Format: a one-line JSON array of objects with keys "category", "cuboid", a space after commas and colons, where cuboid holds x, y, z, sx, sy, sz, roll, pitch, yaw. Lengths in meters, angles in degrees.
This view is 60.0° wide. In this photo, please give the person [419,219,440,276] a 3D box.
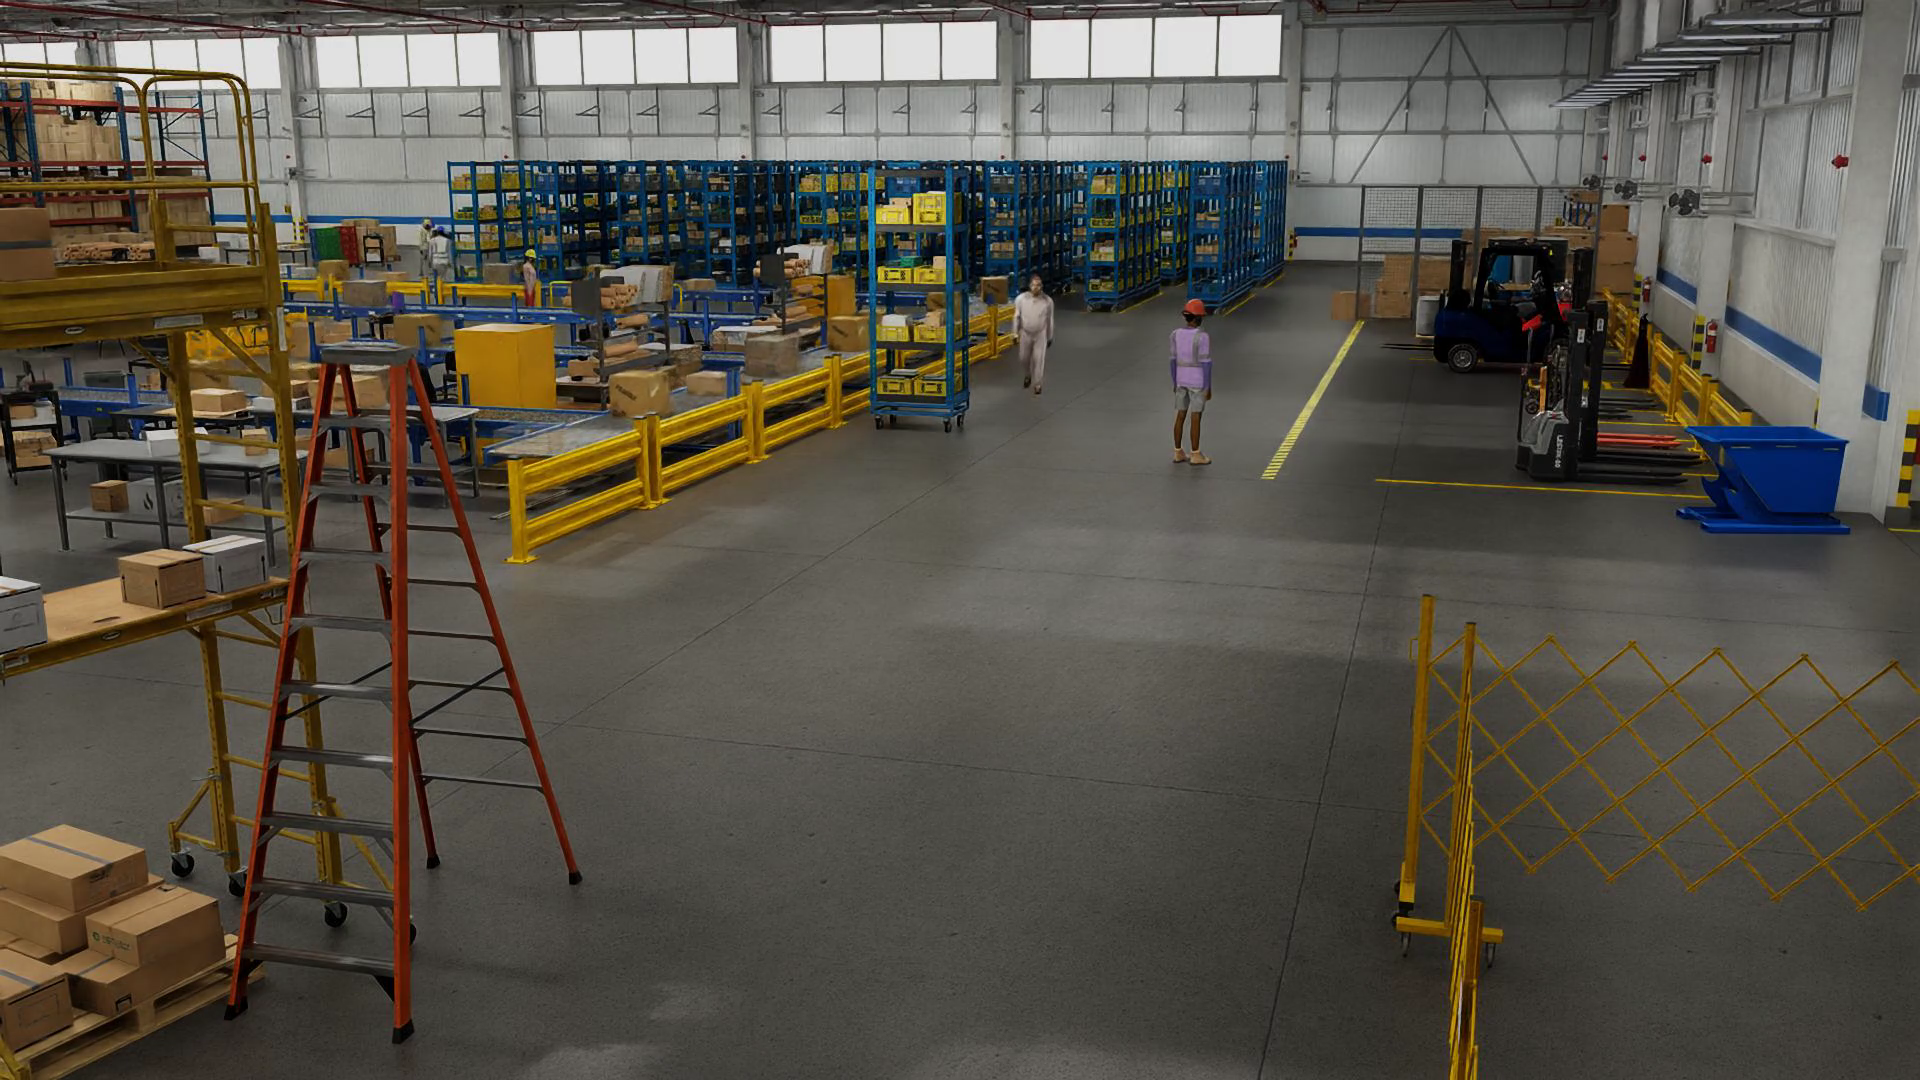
[{"category": "person", "cuboid": [-16.797, -9.199, 52.447, 0.778, 1.780, 0.615, 5, 14, 22]}]

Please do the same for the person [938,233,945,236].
[{"category": "person", "cuboid": [-0.515, -8.700, 50.108, 0.389, 1.846, 0.566, 1, 13, 6]}]

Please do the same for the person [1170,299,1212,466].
[{"category": "person", "cuboid": [2.857, -1.937, 20.467, 0.378, 2.044, 0.607, -12, 18, -42]}]

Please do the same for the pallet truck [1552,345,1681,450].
[{"category": "pallet truck", "cuboid": [8.641, -1.896, 21.908, 1.630, 1.274, 0.653, 4, 14, 16]}]

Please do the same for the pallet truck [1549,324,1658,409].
[{"category": "pallet truck", "cuboid": [9.824, -2.669, 25.407, 1.601, 1.201, 0.680, 4, 14, 16]}]

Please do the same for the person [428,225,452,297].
[{"category": "person", "cuboid": [-14.026, -7.508, 44.835, 0.667, 1.903, 0.437, -10, 16, -36]}]

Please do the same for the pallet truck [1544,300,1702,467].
[{"category": "pallet truck", "cuboid": [8.263, -1.952, 20.631, 1.885, 1.965, 0.823, 5, 14, 20]}]

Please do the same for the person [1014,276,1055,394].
[{"category": "person", "cuboid": [1.189, -3.289, 26.640, 0.664, 1.887, 0.464, 2, 13, 7]}]

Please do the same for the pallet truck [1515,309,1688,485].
[{"category": "pallet truck", "cuboid": [7.554, -1.677, 19.446, 1.885, 1.965, 0.823, 3, 13, 14]}]

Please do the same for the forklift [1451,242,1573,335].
[{"category": "forklift", "cuboid": [10.464, -4.597, 31.405, 2.680, 1.987, 1.157, 4, 14, 16]}]

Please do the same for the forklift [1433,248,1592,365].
[{"category": "forklift", "cuboid": [9.780, -4.111, 29.280, 2.680, 1.987, 1.157, 3, 13, 14]}]

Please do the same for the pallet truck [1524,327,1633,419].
[{"category": "pallet truck", "cuboid": [9.065, -2.460, 24.370, 1.522, 1.261, 0.704, 3, 13, 14]}]

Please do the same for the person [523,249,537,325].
[{"category": "person", "cuboid": [-9.344, -5.442, 36.229, 0.320, 1.762, 0.522, 0, 13, -1]}]
